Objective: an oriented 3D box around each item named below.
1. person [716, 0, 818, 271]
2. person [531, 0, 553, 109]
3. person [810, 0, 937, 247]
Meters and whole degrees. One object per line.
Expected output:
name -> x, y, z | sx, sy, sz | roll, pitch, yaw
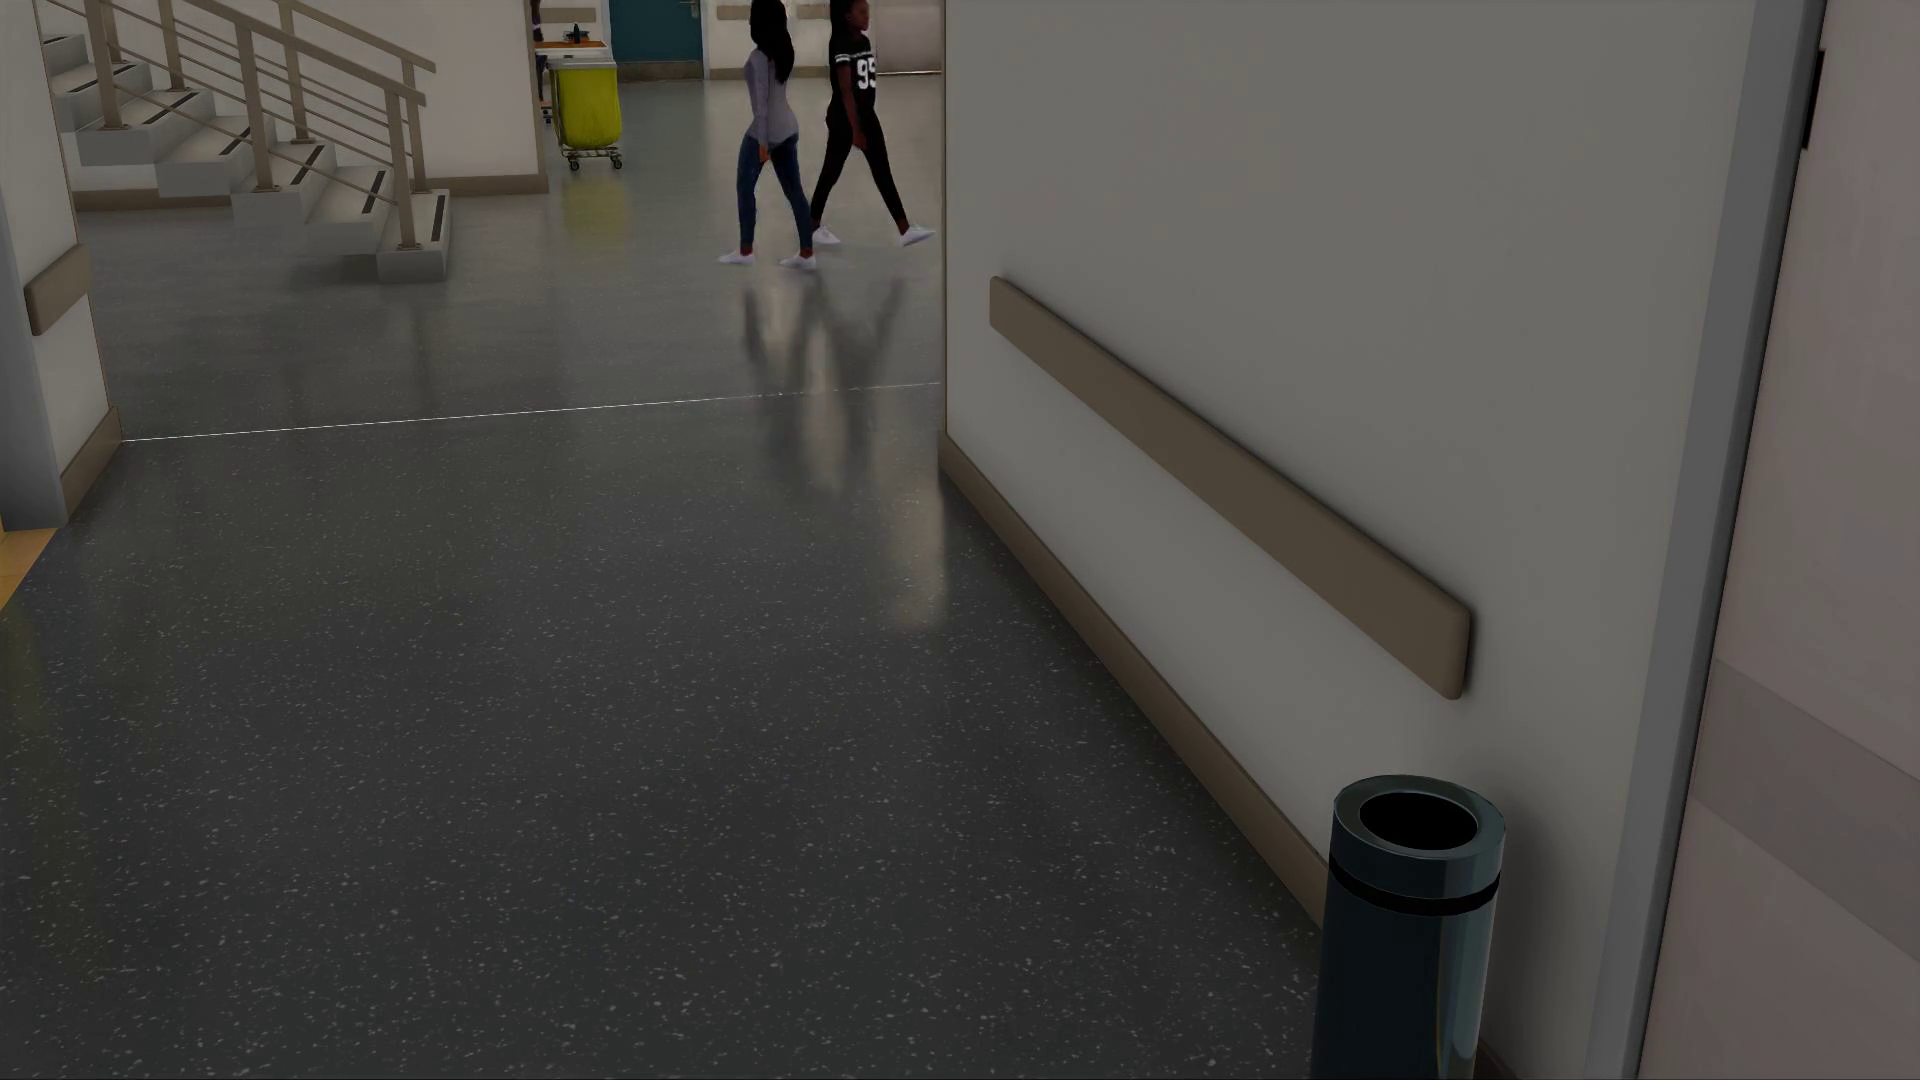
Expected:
person -> -1.101, -2.566, 10.644 | 0.988, 1.713, 0.907 | 9, 23, 23
person -> -5.145, -5.985, 19.614 | 0.883, 1.754, 0.730 | -2, 21, -5
person -> -0.808, -2.786, 11.280 | 1.229, 1.675, 1.117 | 10, 23, 24
